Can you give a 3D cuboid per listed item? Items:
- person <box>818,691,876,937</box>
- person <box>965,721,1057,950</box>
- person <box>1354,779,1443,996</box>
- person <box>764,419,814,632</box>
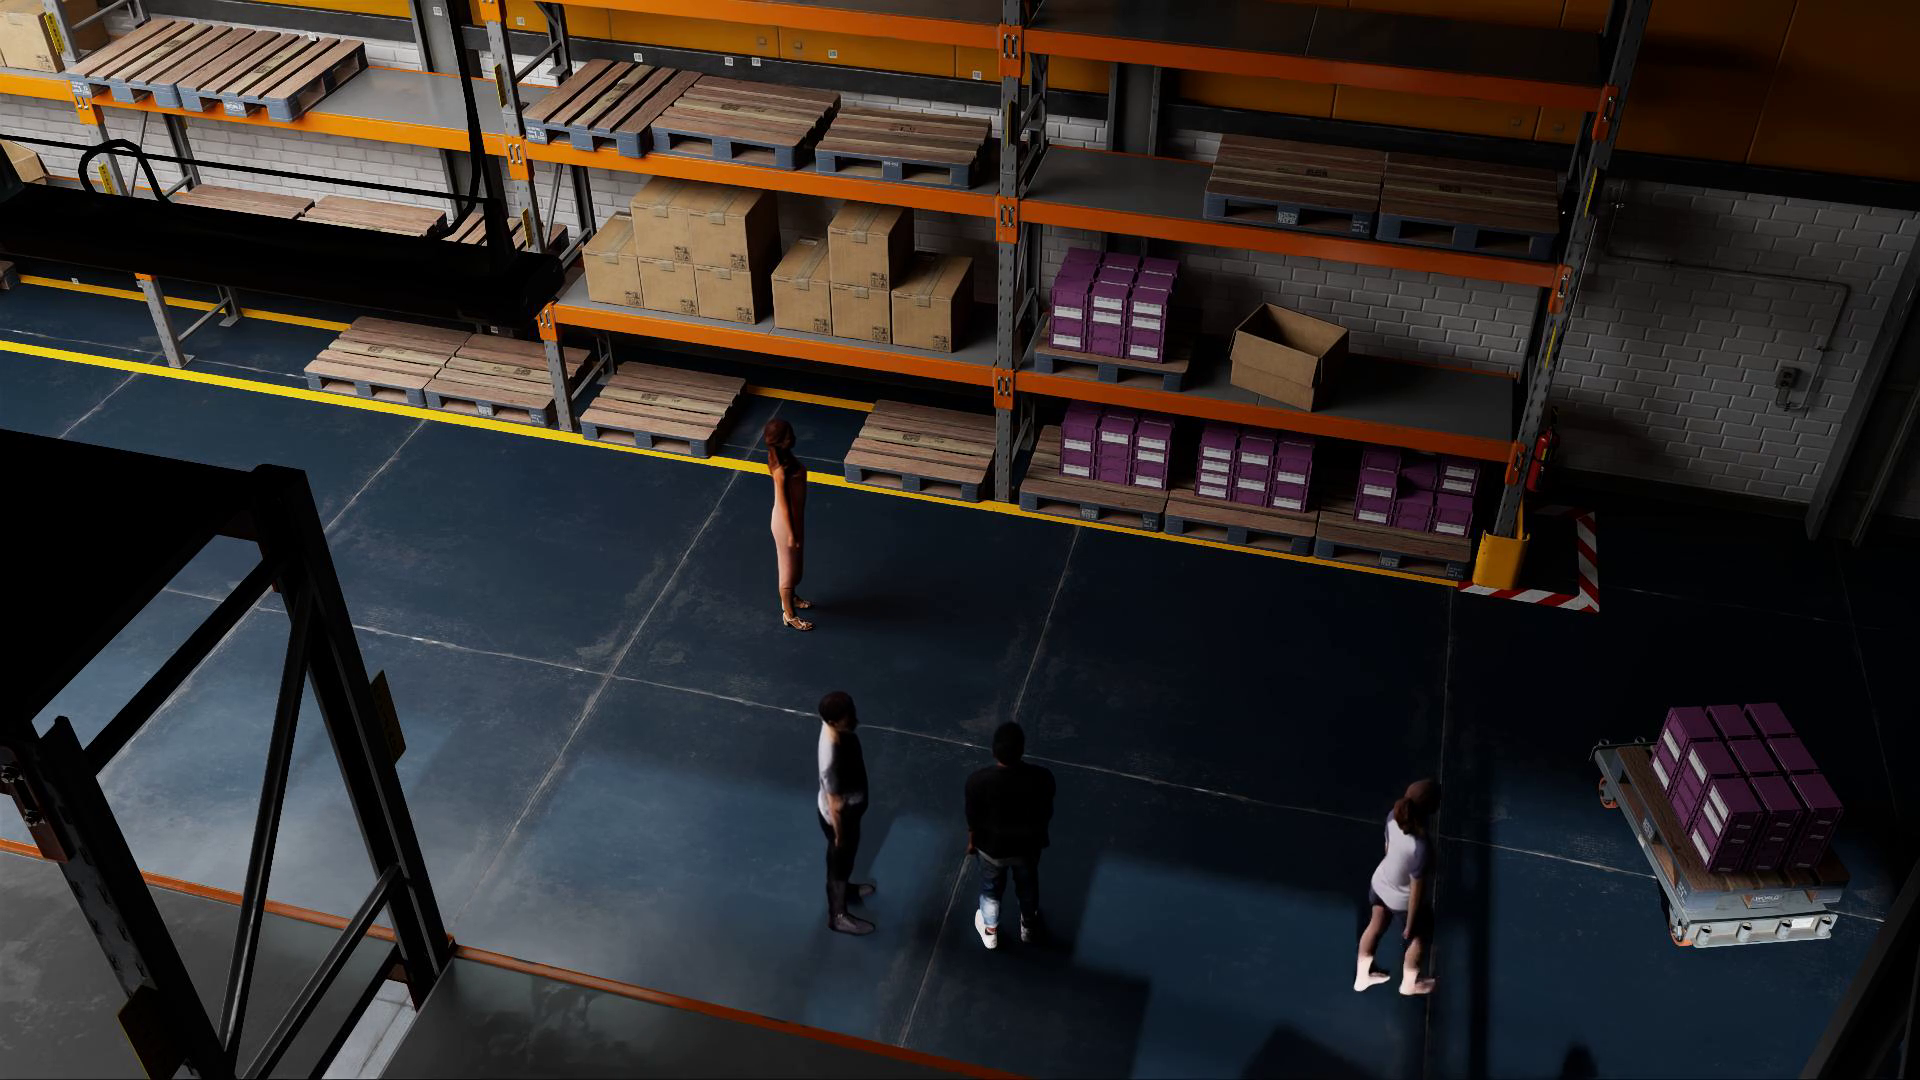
[{"bbox_3d":[-0.728,1.627,10.070,0.651,1.864,0.713,0,39,-1],"label":"person"},{"bbox_3d":[0.292,1.770,9.928,0.684,1.816,0.833,-5,39,-6],"label":"person"},{"bbox_3d":[2.477,2.061,9.611,0.873,1.758,0.804,-14,41,-17],"label":"person"},{"bbox_3d":[-1.275,-0.124,12.289,0.602,1.832,0.635,-2,39,-2],"label":"person"}]
